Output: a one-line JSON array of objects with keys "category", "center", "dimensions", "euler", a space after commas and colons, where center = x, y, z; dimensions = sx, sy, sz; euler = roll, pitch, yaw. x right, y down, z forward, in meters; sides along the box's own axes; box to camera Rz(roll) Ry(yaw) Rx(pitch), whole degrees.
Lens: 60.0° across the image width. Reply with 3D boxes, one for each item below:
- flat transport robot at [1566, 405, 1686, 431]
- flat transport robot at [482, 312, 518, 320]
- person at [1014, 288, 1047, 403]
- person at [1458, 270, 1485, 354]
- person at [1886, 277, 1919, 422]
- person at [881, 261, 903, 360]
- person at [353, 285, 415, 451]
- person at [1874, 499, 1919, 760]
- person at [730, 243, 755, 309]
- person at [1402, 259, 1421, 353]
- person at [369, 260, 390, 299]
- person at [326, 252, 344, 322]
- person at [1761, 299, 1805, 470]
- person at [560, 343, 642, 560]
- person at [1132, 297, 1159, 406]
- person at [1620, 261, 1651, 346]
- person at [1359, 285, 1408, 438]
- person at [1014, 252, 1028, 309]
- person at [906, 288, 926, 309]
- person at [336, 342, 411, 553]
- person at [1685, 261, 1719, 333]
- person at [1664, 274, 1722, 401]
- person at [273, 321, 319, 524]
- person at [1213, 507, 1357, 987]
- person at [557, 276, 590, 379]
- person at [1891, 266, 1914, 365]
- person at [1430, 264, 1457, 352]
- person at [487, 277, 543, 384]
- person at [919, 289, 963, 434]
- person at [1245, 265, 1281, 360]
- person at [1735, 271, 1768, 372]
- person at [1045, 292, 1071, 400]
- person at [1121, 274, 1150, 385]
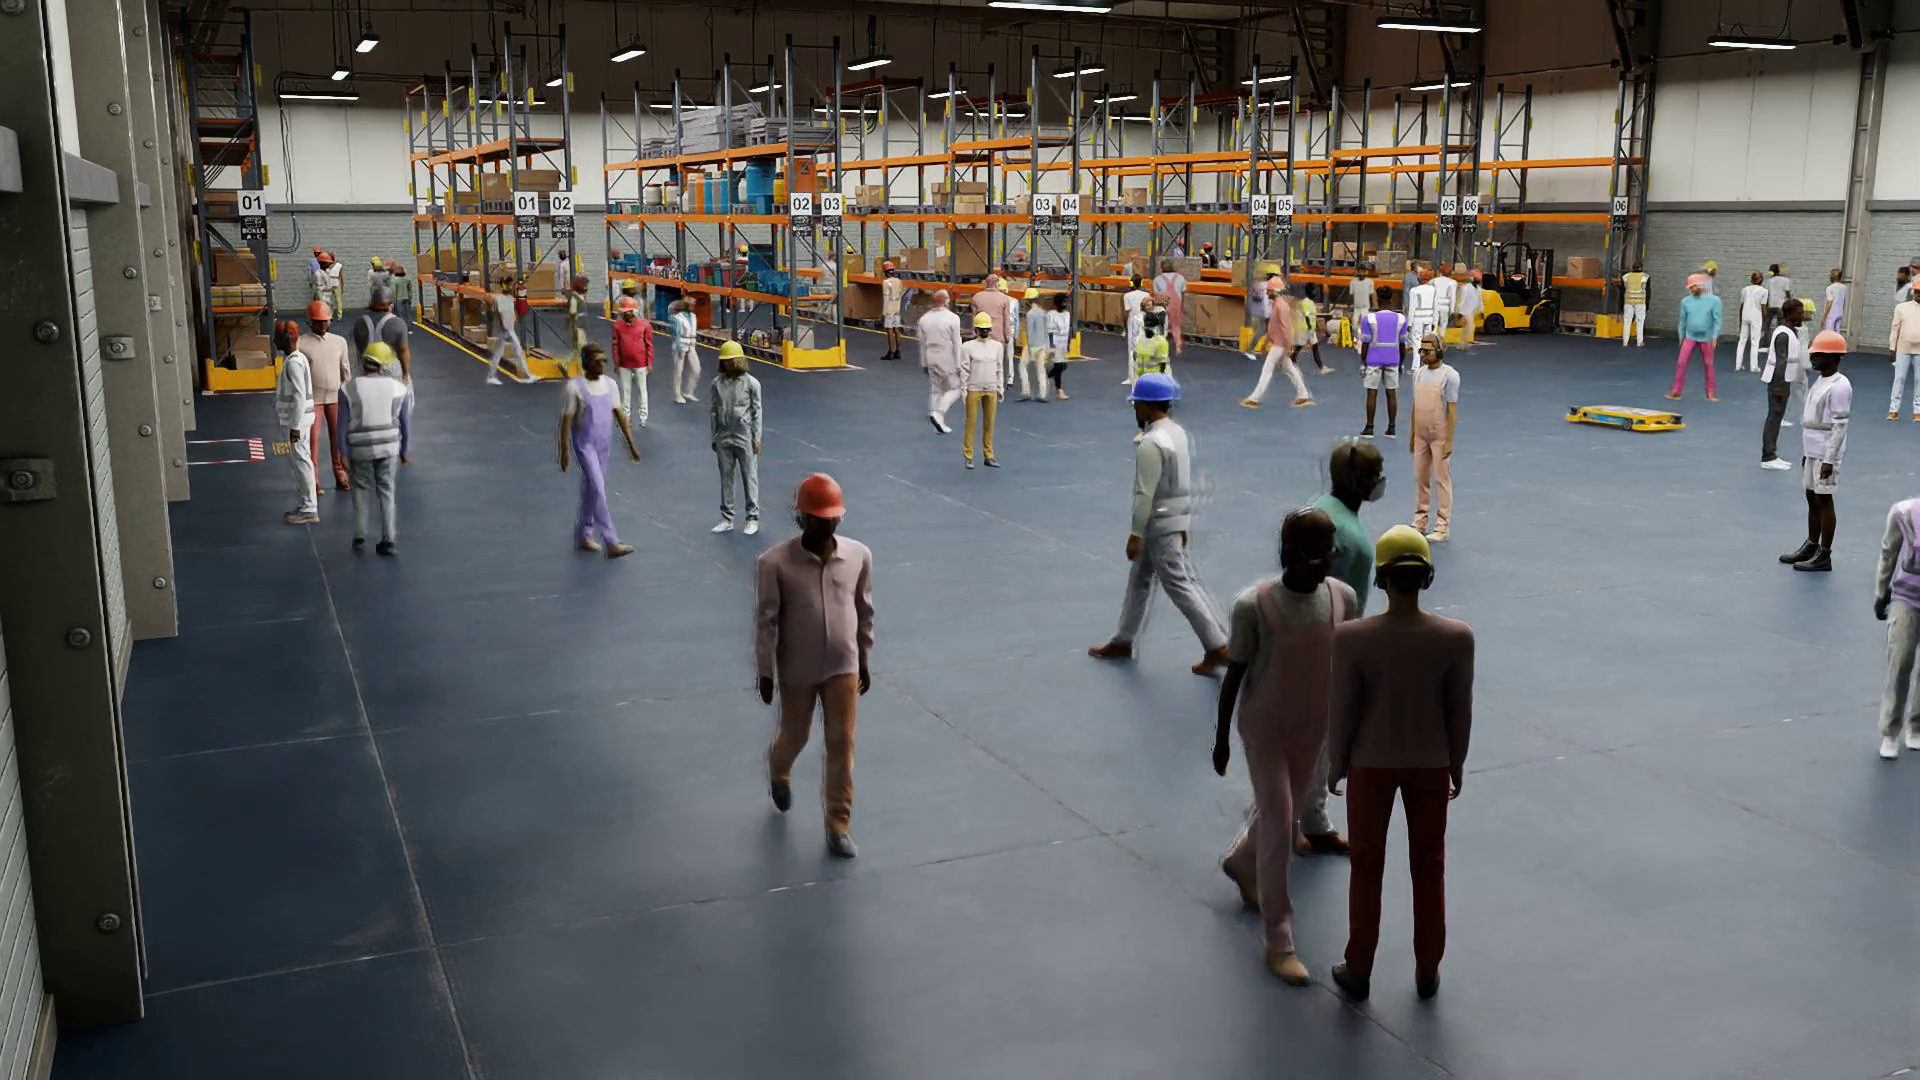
[{"category": "flat transport robot", "center": [8.990, -1.660, 22.478], "dimensions": [0.652, 0.197, 1.431], "euler": [-6, 13, -27]}, {"category": "flat transport robot", "center": [-12.464, -5.978, 44.425], "dimensions": [1.431, 0.197, 0.652], "euler": [4, 12, 19]}, {"category": "person", "center": [1.079, -2.956, 25.326], "dimensions": [0.605, 1.745, 0.530], "euler": [7, 13, 32]}, {"category": "person", "center": [10.528, -4.682, 34.149], "dimensions": [0.572, 1.714, 0.715], "euler": [-10, 15, -42]}, {"category": "person", "center": [13.226, -2.641, 23.065], "dimensions": [0.612, 1.997, 0.375], "euler": [7, 13, 32]}, {"category": "person", "center": [-1.373, -4.499, 32.686], "dimensions": [0.374, 1.928, 0.542], "euler": [7, 13, 33]}, {"category": "person", "center": [-6.857, -2.038, 19.888], "dimensions": [0.685, 2.000, 0.540], "euler": [1, 11, 7]}, {"category": "person", "center": [5.094, 0.368, 8.738], "dimensions": [0.508, 1.609, 0.698], "euler": [5, 12, 25]}, {"category": "person", "center": [-6.661, -7.987, 50.321], "dimensions": [1.079, 1.990, 0.617], "euler": [6, 12, 26]}, {"category": "person", "center": [9.328, -4.831, 34.345], "dimensions": [0.368, 1.939, 0.628], "euler": [10, 15, 41]}, {"category": "person", "center": [-14.299, -6.038, 41.057], "dimensions": [0.491, 1.718, 0.455], "euler": [-5, 12, -25]}, {"category": "person", "center": [-16.607, -6.698, 44.086], "dimensions": [0.563, 1.838, 0.390], "euler": [1, 11, 4]}, {"category": "person", "center": [9.291, -1.767, 18.824], "dimensions": [0.397, 1.919, 0.590], "euler": [7, 13, 31]}, {"category": "person", "center": [-2.994, -0.741, 13.912], "dimensions": [0.940, 1.800, 0.526], "euler": [8, 14, 35]}, {"category": "person", "center": [2.767, -2.808, 24.829], "dimensions": [0.522, 1.636, 0.310], "euler": [-8, 14, -36]}, {"category": "person", "center": [14.678, -5.135, 36.156], "dimensions": [0.619, 1.837, 0.430], "euler": [7, 13, 31]}, {"category": "person", "center": [5.425, -2.282, 21.342], "dimensions": [0.599, 1.958, 0.368], "euler": [-1, 11, -3]}, {"category": "person", "center": [1.858, -7.618, 49.014], "dimensions": [0.598, 1.730, 0.630], "euler": [-9, 15, -40]}, {"category": "person", "center": [-1.253, -7.764, 49.439], "dimensions": [0.594, 1.876, 0.944], "euler": [4, 12, 21]}, {"category": "person", "center": [-4.978, -0.775, 14.067], "dimensions": [0.619, 1.794, 0.596], "euler": [-8, 13, -34]}, {"category": "person", "center": [16.573, -5.302, 37.057], "dimensions": [0.581, 1.811, 0.604], "euler": [2, 11, 11]}, {"category": "person", "center": [11.329, -3.102, 25.523], "dimensions": [0.650, 1.965, 0.602], "euler": [9, 14, 37]}, {"category": "person", "center": [-6.196, -1.099, 15.513], "dimensions": [0.342, 1.882, 0.586], "euler": [-4, 12, -20]}, {"category": "person", "center": [1.223, 0.721, 6.510], "dimensions": [0.526, 1.809, 0.877], "euler": [-4, 12, -19]}, {"category": "person", "center": [-6.547, -3.578, 28.300], "dimensions": [0.624, 1.811, 0.633], "euler": [1, 11, 3]}, {"category": "person", "center": [17.907, -4.235, 31.485], "dimensions": [0.621, 1.872, 0.651], "euler": [1, 11, 4]}, {"category": "person", "center": [9.873, -4.747, 34.199], "dimensions": [0.638, 1.844, 0.907], "euler": [7, 13, 32]}, {"category": "person", "center": [-7.574, -3.508, 27.958], "dimensions": [0.988, 1.810, 0.527], "euler": [4, 12, 20]}, {"category": "person", "center": [-0.246, -2.300, 21.591], "dimensions": [0.671, 1.892, 0.484], "euler": [9, 14, 37]}, {"category": "person", "center": [6.035, -4.446, 32.558], "dimensions": [0.994, 1.883, 0.608], "euler": [9, 14, 37]}, {"category": "person", "center": [14.417, -3.973, 30.259], "dimensions": [0.350, 1.837, 0.502], "euler": [-8, 14, -35]}, {"category": "person", "center": [1.455, -3.022, 25.812], "dimensions": [0.548, 1.667, 0.635], "euler": [-11, 16, -44]}, {"category": "person", "center": [2.950, -3.534, 27.949], "dimensions": [0.508, 1.864, 0.329], "euler": [-5, 12, -24]}]
